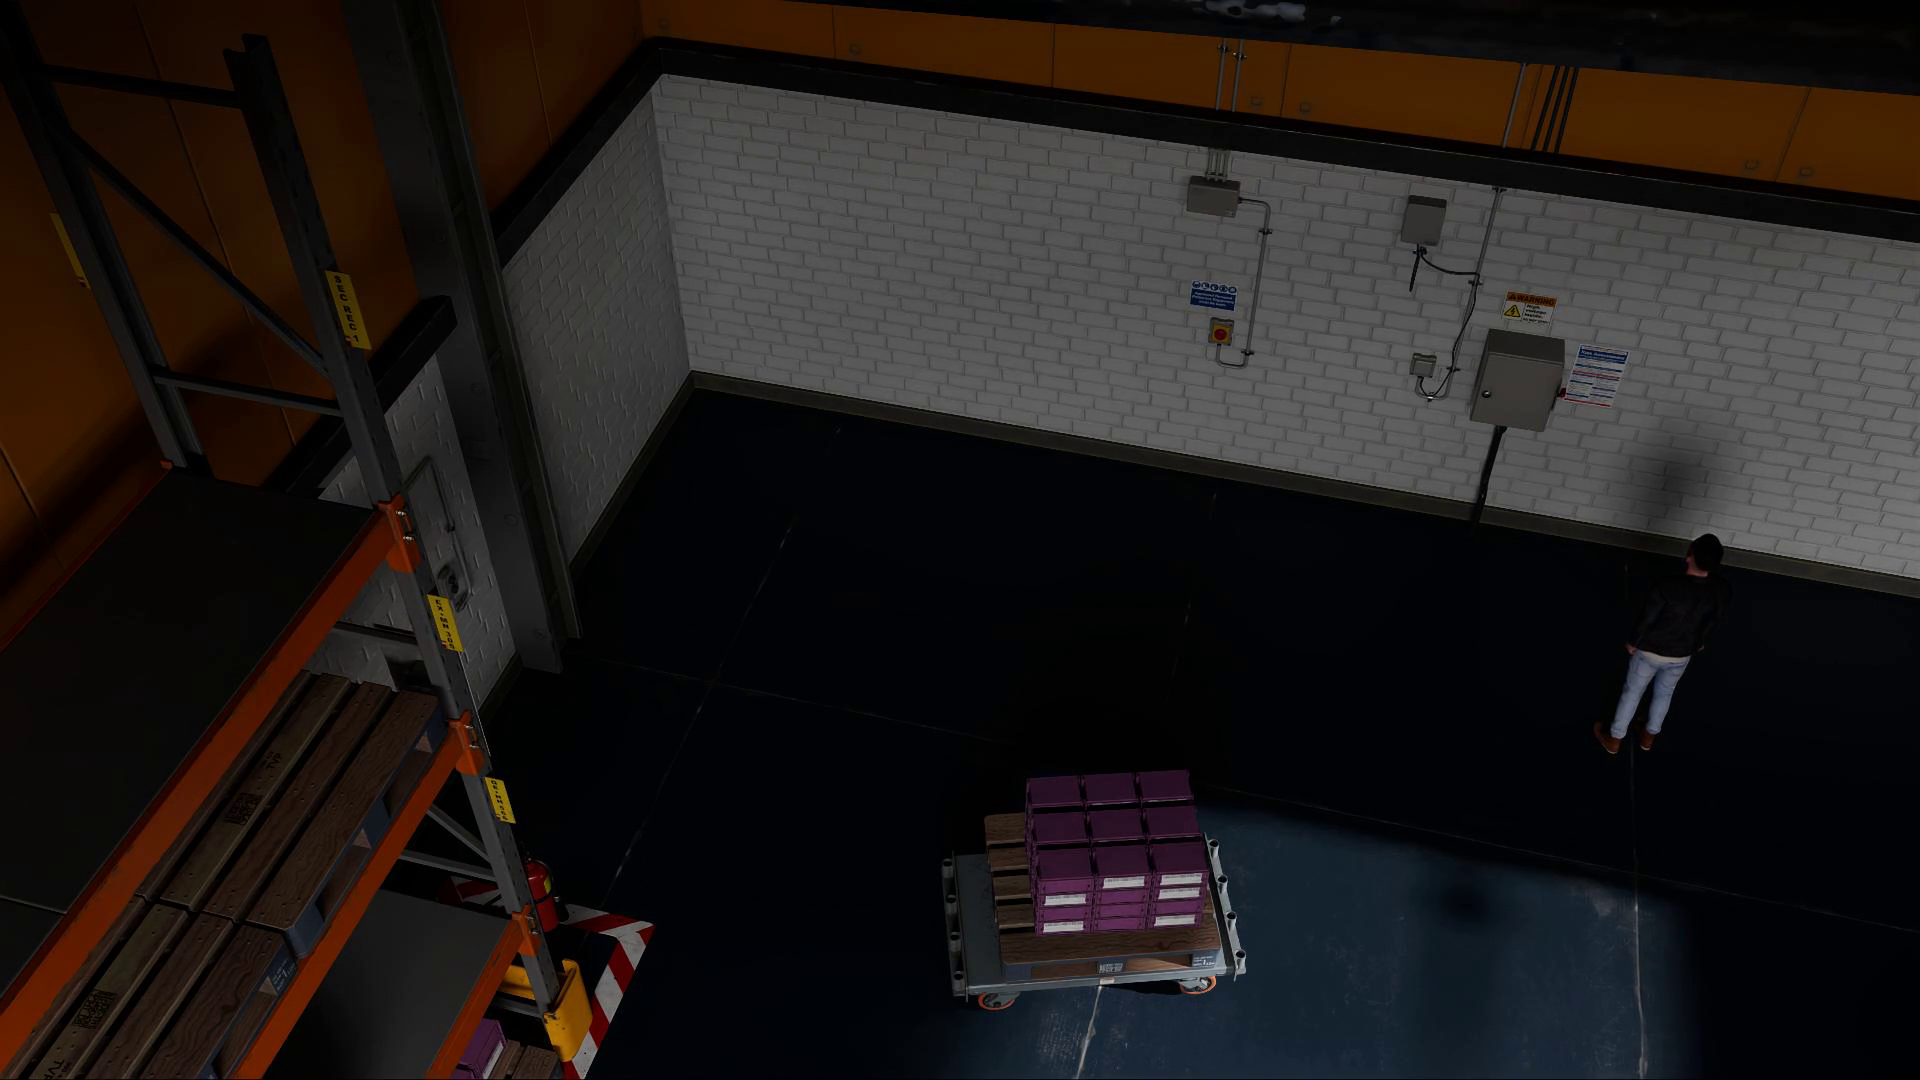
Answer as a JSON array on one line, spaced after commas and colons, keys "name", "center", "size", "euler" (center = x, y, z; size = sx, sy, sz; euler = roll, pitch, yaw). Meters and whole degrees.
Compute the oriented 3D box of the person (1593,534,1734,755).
[{"name": "person", "center": [4.351, 0.657, 10.248], "size": [0.720, 1.837, 0.670], "euler": [-2, 44, -3]}]
